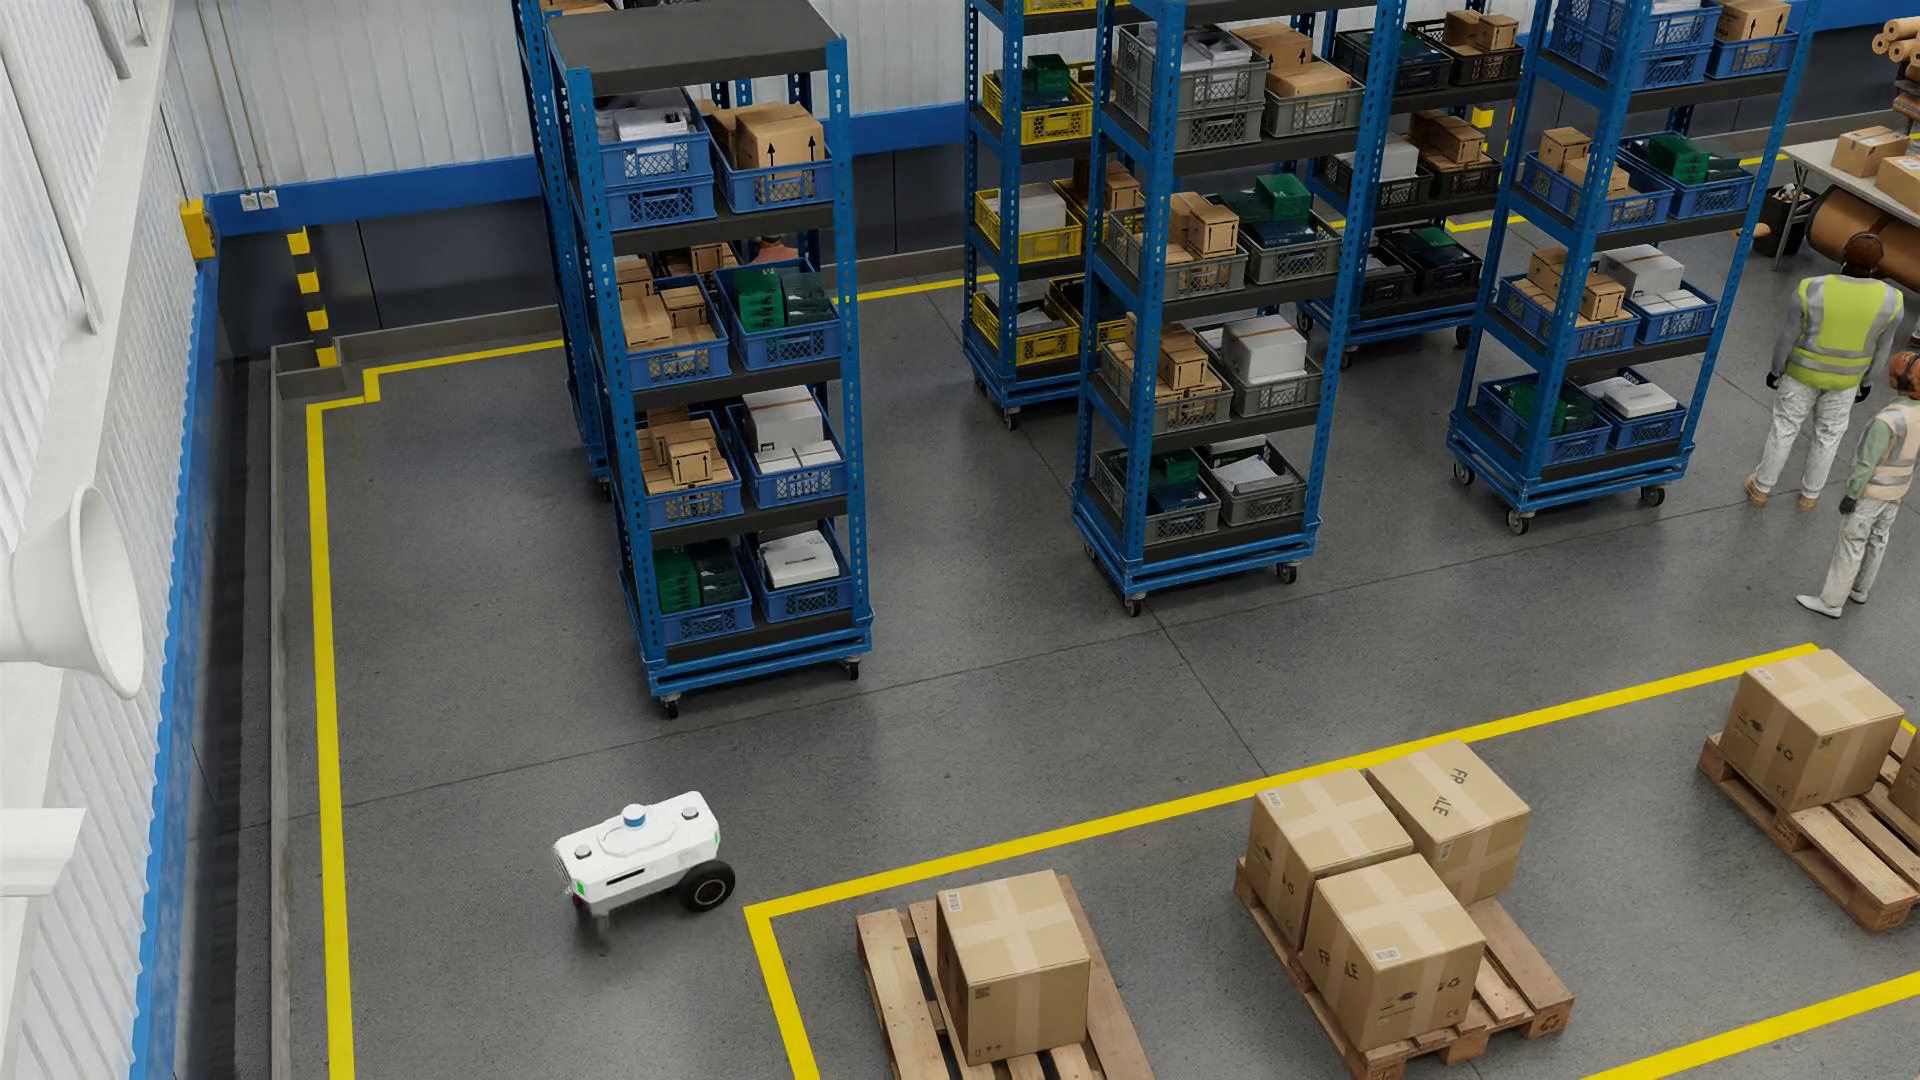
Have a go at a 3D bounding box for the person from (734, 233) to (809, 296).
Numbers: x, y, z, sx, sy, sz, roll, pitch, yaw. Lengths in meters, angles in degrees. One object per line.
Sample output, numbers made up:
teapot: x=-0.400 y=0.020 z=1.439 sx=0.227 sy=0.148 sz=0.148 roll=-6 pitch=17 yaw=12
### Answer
person: x=-1.129 y=-1.175 z=10.231 sx=0.625 sy=1.980 sz=0.411 roll=-27 pitch=43 yaw=-33

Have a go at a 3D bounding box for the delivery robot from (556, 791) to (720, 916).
delivery robot: x=-1.482 y=1.427 z=7.685 sx=0.707 sy=0.478 sz=0.477 roll=-17 pitch=39 yaw=-23

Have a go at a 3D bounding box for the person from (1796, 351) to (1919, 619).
person: x=5.111 y=-0.298 z=9.283 sx=0.520 sy=1.632 sz=0.315 roll=-22 pitch=41 yaw=-28

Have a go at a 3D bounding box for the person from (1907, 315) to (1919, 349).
person: x=7.137 y=-2.124 z=11.618 sx=0.370 sy=1.929 sz=0.630 roll=4 pitch=35 yaw=5

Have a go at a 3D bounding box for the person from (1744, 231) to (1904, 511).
person: x=5.243 y=-1.015 z=10.119 sx=0.626 sy=1.844 sz=0.429 roll=10 pitch=36 yaw=14
